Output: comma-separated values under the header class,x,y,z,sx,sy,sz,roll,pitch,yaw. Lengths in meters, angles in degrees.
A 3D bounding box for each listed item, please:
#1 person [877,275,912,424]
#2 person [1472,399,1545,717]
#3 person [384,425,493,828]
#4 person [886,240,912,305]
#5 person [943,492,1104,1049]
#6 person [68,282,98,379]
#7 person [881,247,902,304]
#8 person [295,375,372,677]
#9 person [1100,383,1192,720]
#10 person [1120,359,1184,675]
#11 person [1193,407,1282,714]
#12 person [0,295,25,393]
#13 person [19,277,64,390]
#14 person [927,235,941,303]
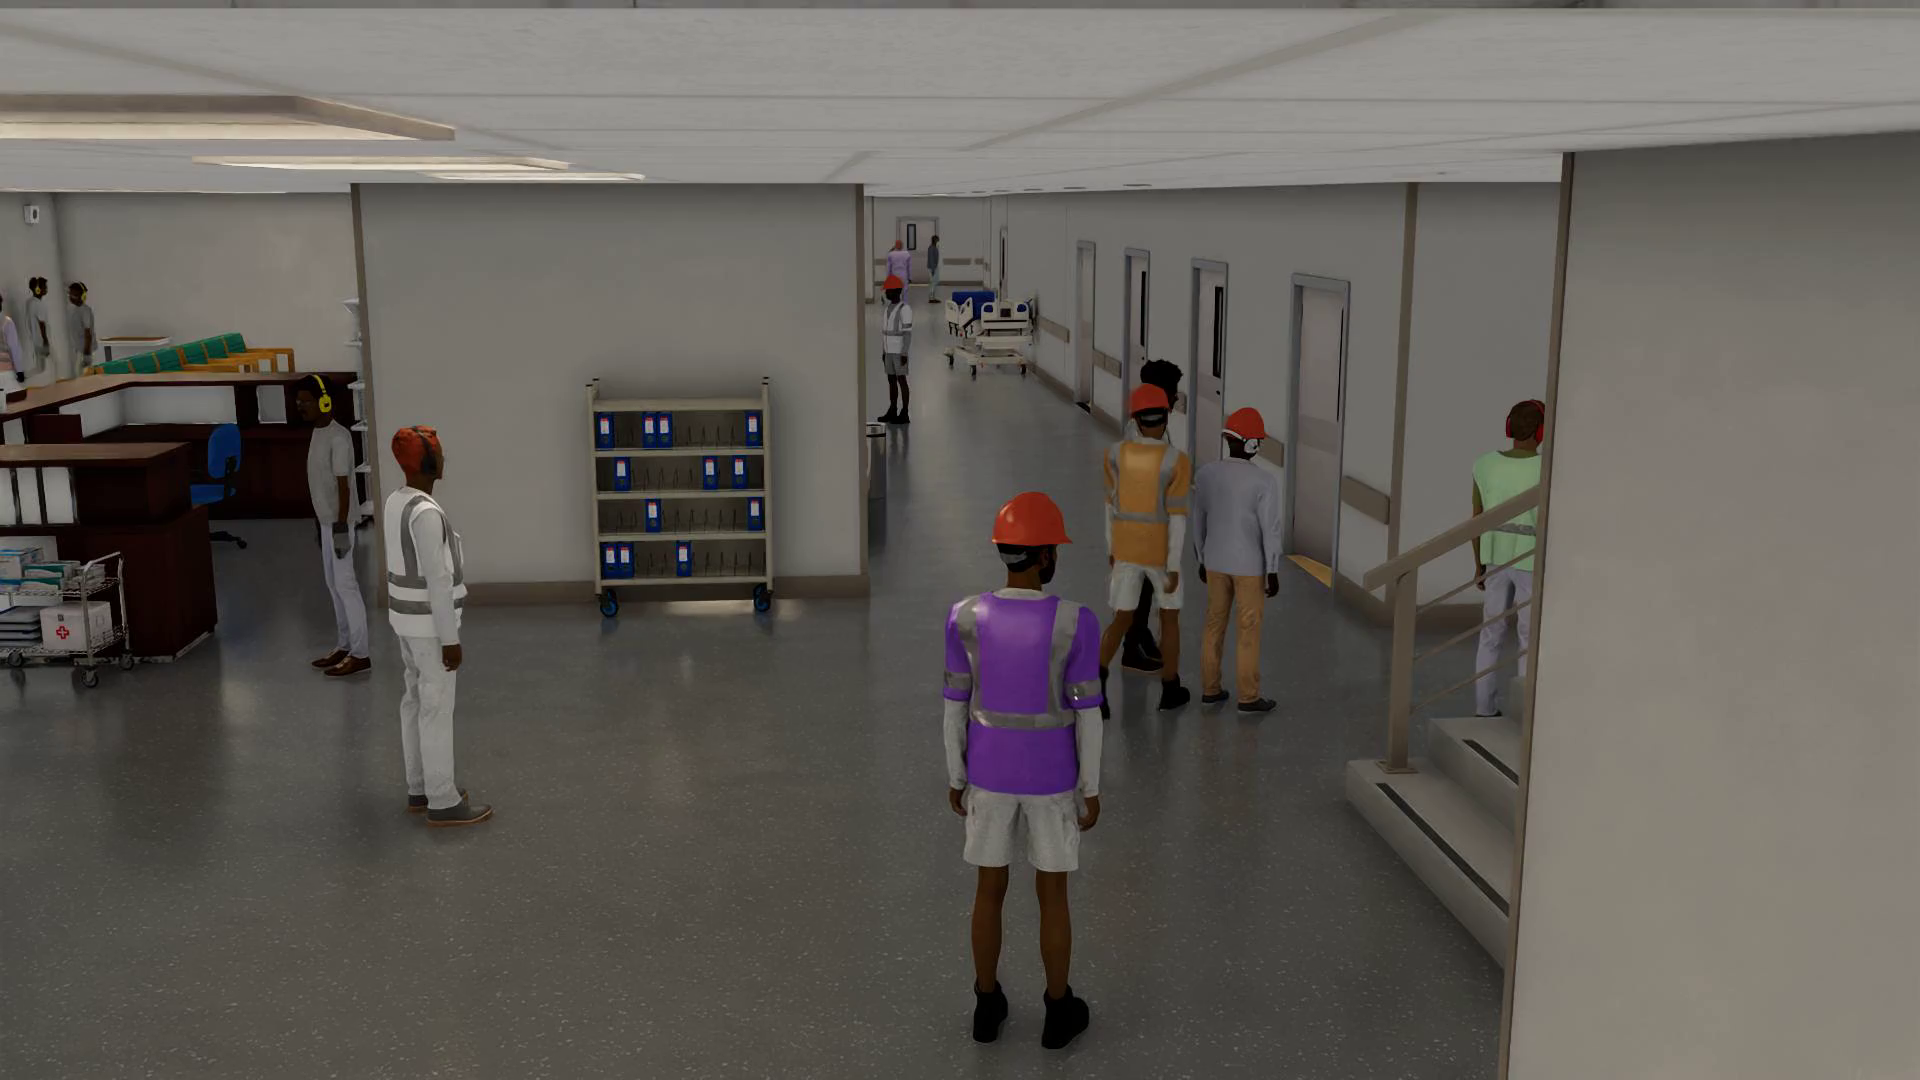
class,x,y,z,sx,sy,sz,roll,pitch,yaw
person,-0.857,-2.486,21.767,0.359,1.938,0.547,-9,14,-37
person,3.043,0.155,9.081,0.567,1.848,0.389,11,16,43
person,-2.474,0.402,7.781,0.355,1.884,0.575,-8,14,-35
person,-1.548,-6.672,42.297,0.646,1.907,0.401,-1,12,-5
person,0.222,0.794,5.742,0.550,1.933,0.370,3,12,14
person,-11.637,-2.503,22.112,0.348,1.838,0.599,-10,15,-40
person,-1.848,-7.345,46.294,0.677,1.620,0.521,-9,15,-38
person,-3.872,-0.092,10.260,0.326,1.862,0.508,-8,14,-36
person,1.006,0.079,9.338,0.552,1.897,0.809,6,13,28
person,1.173,-0.144,10.290,0.387,1.953,0.610,4,12,17
person,1.595,0.116,9.498,0.572,1.751,0.329,11,16,43
person,-11.417,-2.028,19.764,0.633,1.843,0.429,1,12,5
person,-13.202,-2.850,23.806,0.526,1.828,0.808,9,14,37
person,-0.747,-7.682,47.189,0.380,1.928,0.634,1,12,6
